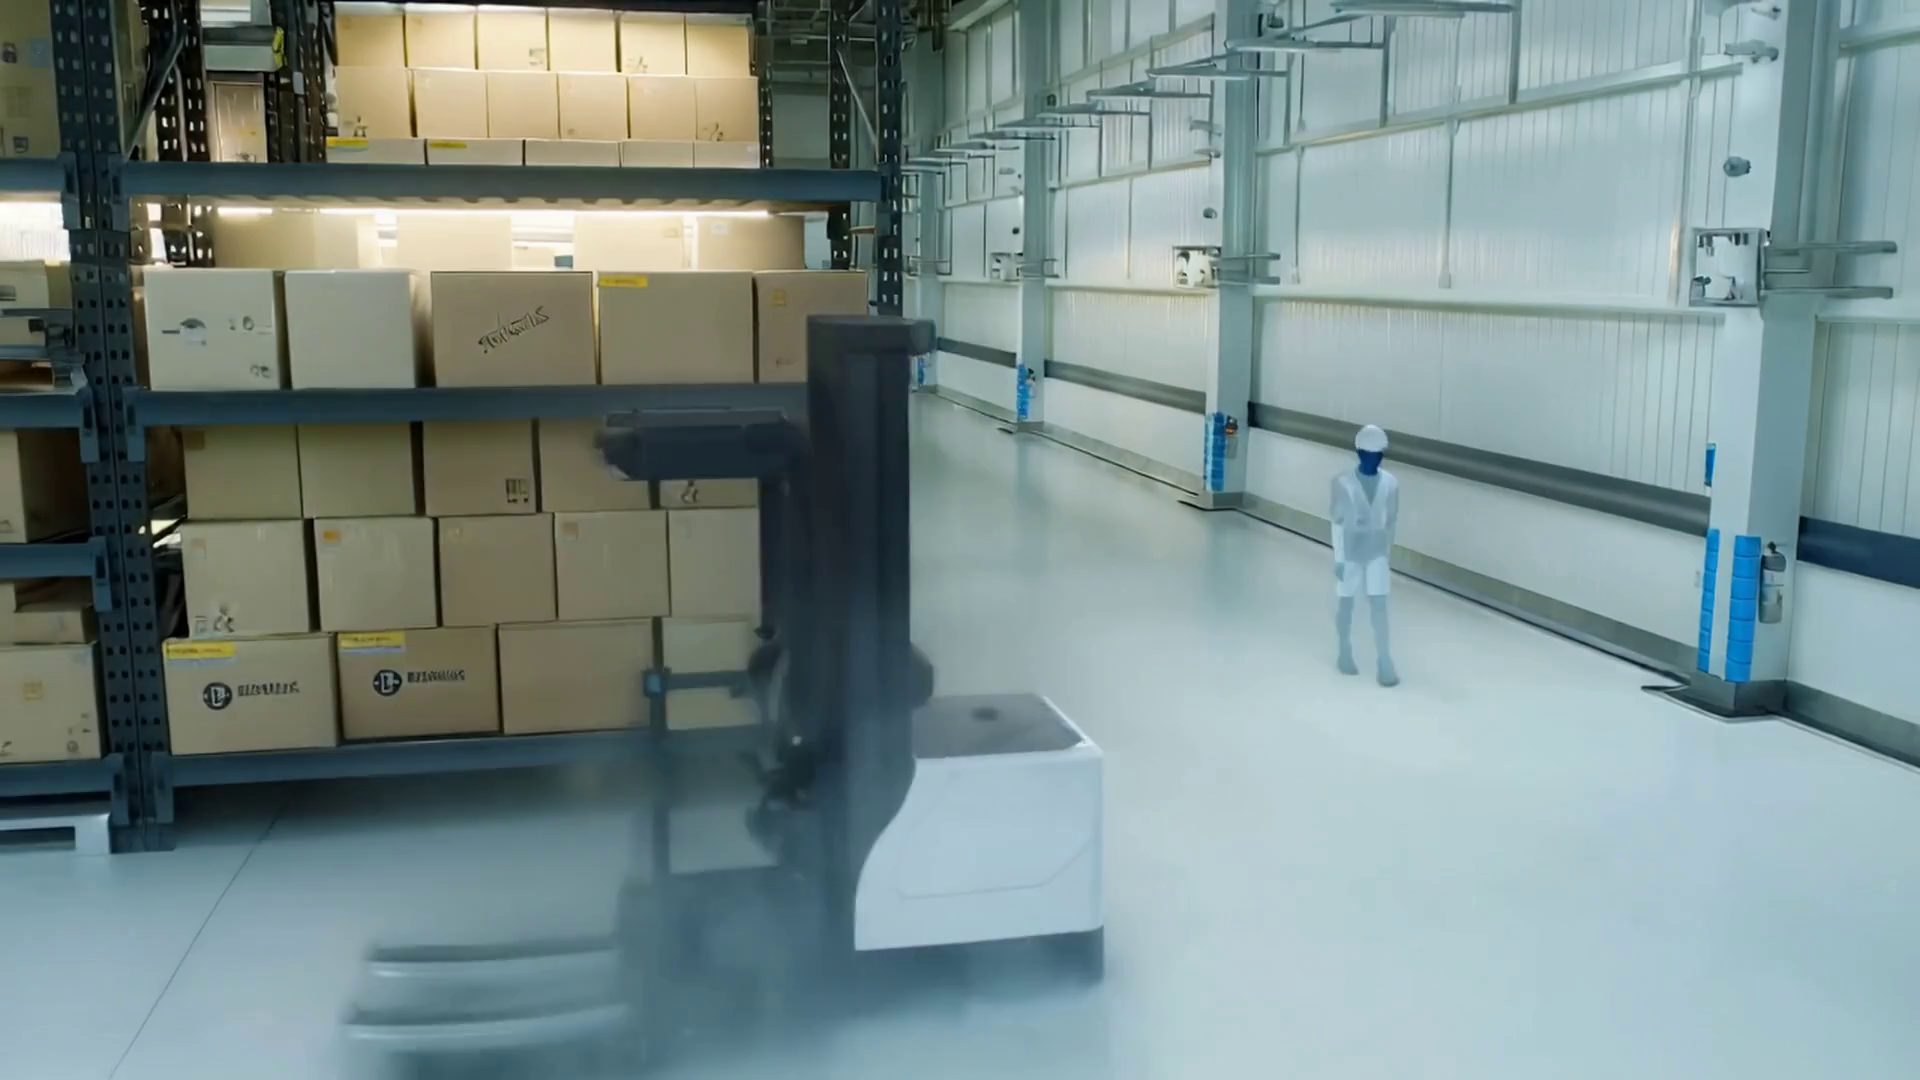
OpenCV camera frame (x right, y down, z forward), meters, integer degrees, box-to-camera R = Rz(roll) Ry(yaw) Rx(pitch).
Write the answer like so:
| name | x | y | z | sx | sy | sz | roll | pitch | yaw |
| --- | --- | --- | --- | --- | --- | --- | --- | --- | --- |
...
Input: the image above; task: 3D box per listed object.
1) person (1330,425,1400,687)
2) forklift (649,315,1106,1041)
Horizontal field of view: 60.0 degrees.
| name | x | y | z | sx | sy | sz | roll | pitch | yaw |
| --- | --- | --- | --- | --- | --- | --- | --- | --- | --- |
| person | 2.962 | 0.117 | 12.087 | 0.550 | 1.886 | 0.977 | -1 | 9 | -4 |
| forklift | -0.400 | 0.466 | 6.959 | 1.873 | 2.768 | 1.129 | -2 | 10 | -12 |
